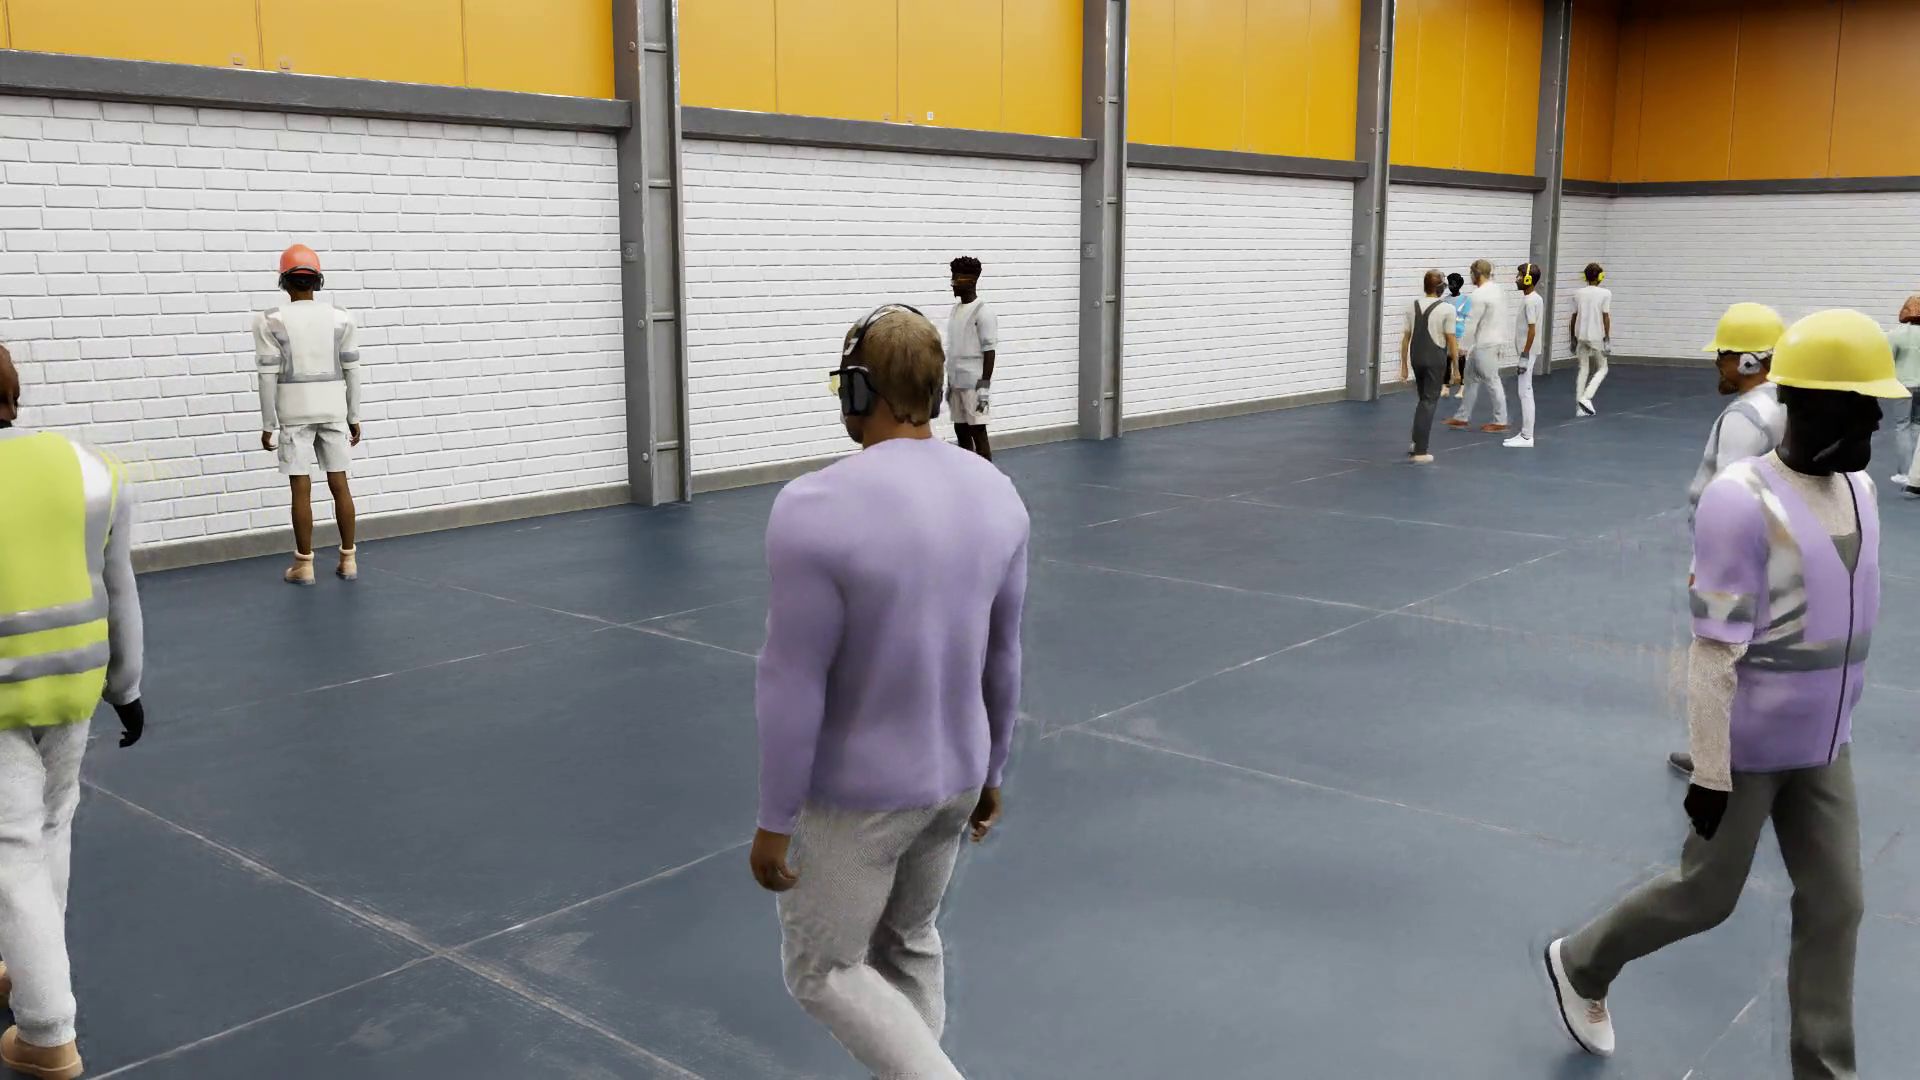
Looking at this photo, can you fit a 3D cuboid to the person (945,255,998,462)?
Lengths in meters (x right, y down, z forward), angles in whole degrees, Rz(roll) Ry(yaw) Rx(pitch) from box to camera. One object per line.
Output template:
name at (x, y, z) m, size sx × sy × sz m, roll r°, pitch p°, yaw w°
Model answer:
person at (0.062, -1.242, 13.063) m, size 0.362 × 1.965 × 0.611 m, roll -6°, pitch 11°, yaw -29°

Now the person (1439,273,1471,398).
person at (6.680, -2.762, 22.506) m, size 0.319 × 1.693 × 0.530 m, roll -9°, pitch 14°, yaw -42°

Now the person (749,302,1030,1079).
person at (-0.099, 0.495, 3.316) m, size 0.649 × 1.917 × 0.645 m, roll 9°, pitch 13°, yaw 42°

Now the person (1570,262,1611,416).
person at (7.601, -2.405, 20.016) m, size 0.388 × 1.852 × 0.548 m, roll -9°, pitch 13°, yaw -41°

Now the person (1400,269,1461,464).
person at (4.442, -1.625, 15.631) m, size 0.487 × 1.825 × 0.518 m, roll -8°, pitch 13°, yaw -40°

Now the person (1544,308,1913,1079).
person at (1.812, 0.414, 3.841) m, size 0.601 × 1.903 × 0.870 m, roll -6°, pitch 12°, yaw -30°

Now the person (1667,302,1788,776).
person at (2.930, 0.028, 6.234) m, size 0.412 × 1.819 × 0.624 m, roll 9°, pitch 13°, yaw 42°

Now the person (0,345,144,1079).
person at (-2.442, 0.400, 4.119) m, size 0.756 × 1.819 × 0.654 m, roll 6°, pitch 12°, yaw 30°

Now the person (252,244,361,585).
person at (-3.926, -0.749, 10.042) m, size 0.606 × 2.044 × 0.374 m, roll -7°, pitch 12°, yaw -37°

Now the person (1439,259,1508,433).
person at (5.636, -2.117, 18.233) m, size 0.881 × 1.893 × 0.624 m, roll 5°, pitch 11°, yaw 26°

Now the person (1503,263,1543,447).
person at (5.759, -1.881, 16.975) m, size 0.317 × 1.870 × 0.531 m, roll 4°, pitch 11°, yaw 21°

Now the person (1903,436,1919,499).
person at (8.060, -1.201, 13.355) m, size 0.935 × 1.786 × 0.587 m, roll -4°, pitch 11°, yaw -19°

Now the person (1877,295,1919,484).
person at (8.179, -1.296, 14.332) m, size 0.527 × 1.615 × 0.386 m, roll 1°, pitch 10°, yaw 6°
